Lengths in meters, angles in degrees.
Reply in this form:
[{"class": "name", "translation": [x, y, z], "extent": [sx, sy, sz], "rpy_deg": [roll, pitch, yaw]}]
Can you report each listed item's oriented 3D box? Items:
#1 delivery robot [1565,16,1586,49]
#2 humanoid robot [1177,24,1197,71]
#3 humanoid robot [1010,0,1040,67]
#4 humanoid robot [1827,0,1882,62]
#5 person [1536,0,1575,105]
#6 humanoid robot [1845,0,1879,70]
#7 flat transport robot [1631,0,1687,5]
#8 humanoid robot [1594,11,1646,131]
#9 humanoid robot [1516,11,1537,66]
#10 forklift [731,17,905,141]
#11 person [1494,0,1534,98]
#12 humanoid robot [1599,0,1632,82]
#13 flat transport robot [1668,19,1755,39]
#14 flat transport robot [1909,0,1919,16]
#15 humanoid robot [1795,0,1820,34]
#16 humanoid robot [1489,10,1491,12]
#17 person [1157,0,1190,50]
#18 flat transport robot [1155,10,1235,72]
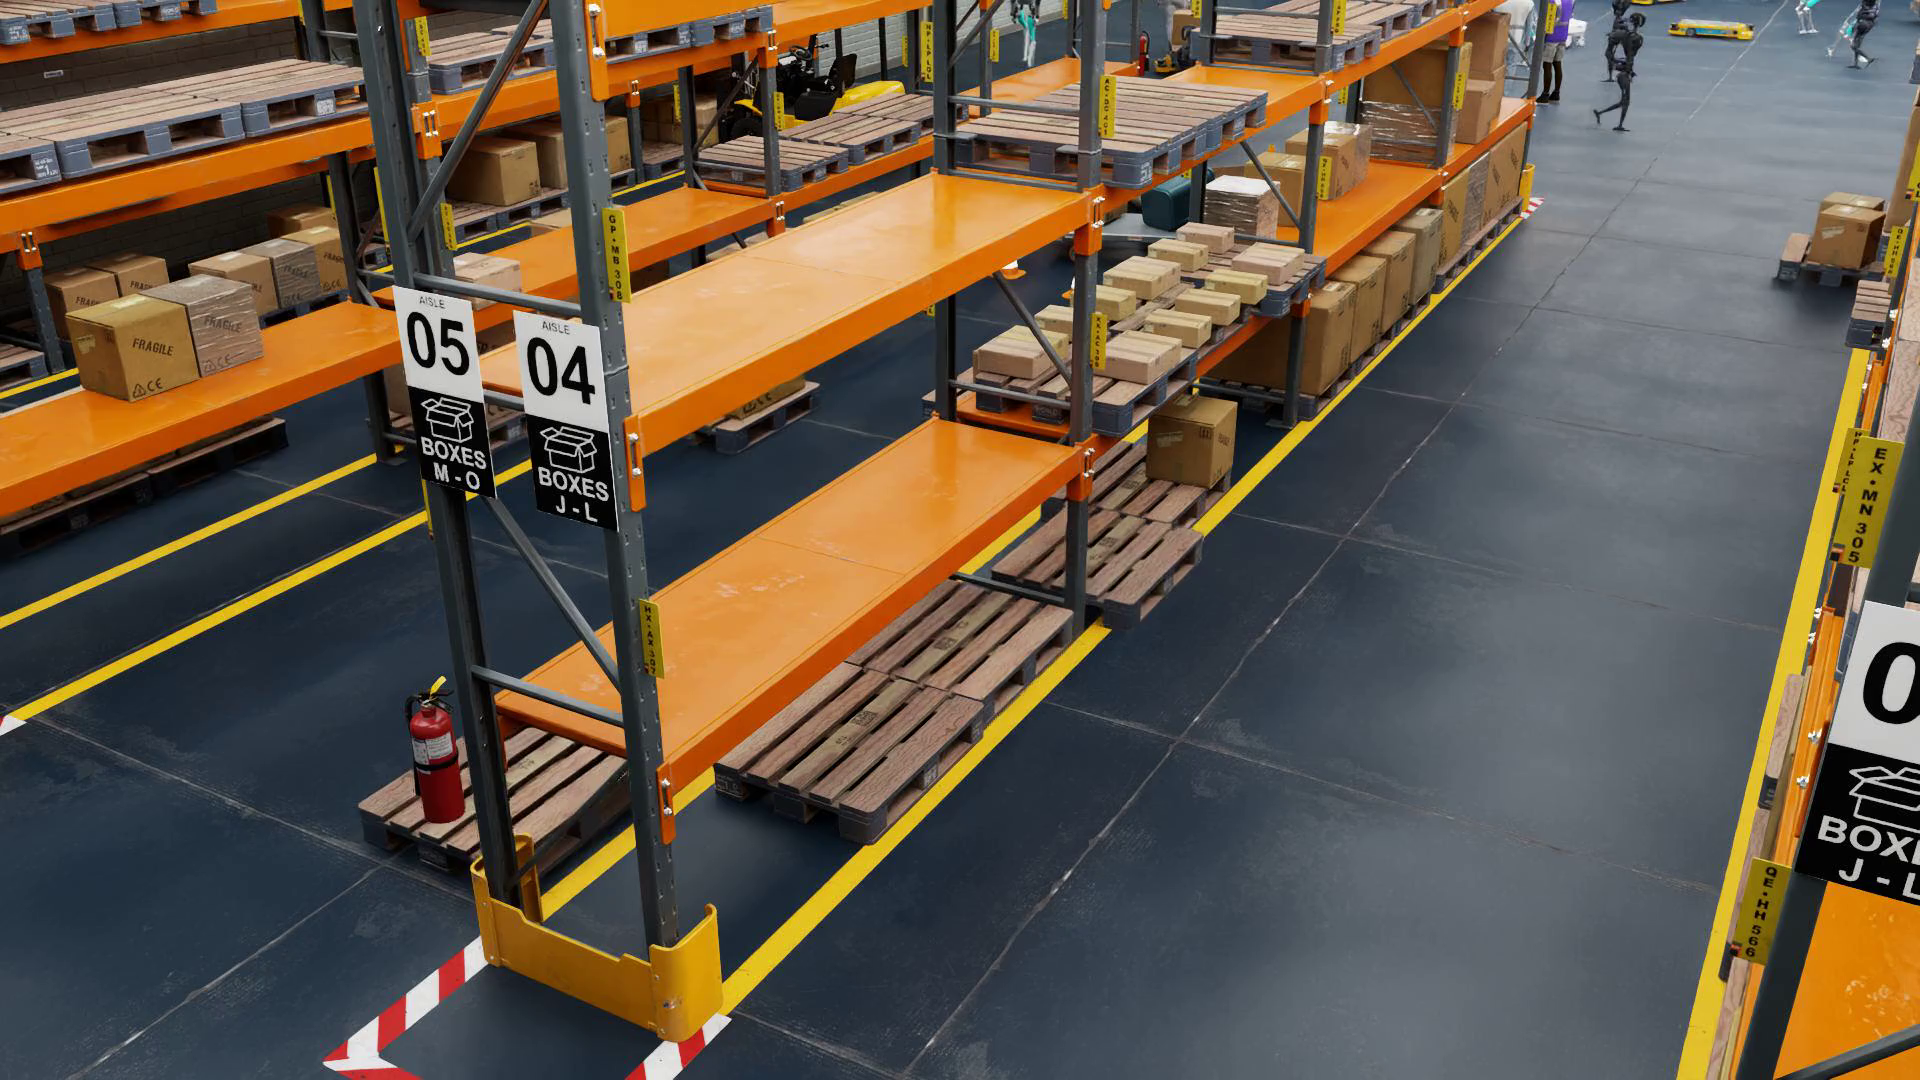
[{"class": "delivery robot", "translation": [11.011, -9.239, 30.203], "extent": [0.791, 0.587, 0.499], "rpy_deg": [-16, 30, -29]}, {"class": "humanoid robot", "translation": [3.066, -6.084, 22.377], "extent": [0.483, 1.633, 0.602], "rpy_deg": [-1, 26, -1]}, {"class": "humanoid robot", "translation": [1.170, -8.922, 28.217], "extent": [0.540, 1.803, 0.808], "rpy_deg": [10, 27, 19]}, {"class": "humanoid robot", "translation": [15.462, -9.162, 28.736], "extent": [0.548, 1.795, 0.914], "rpy_deg": [-22, 34, -38]}, {"class": "person", "translation": [9.002, -7.607, 25.207], "extent": [0.602, 1.959, 0.372], "rpy_deg": [-19, 32, -34]}, {"class": "humanoid robot", "translation": [15.217, -8.703, 27.803], "extent": [0.481, 1.634, 0.590], "rpy_deg": [22, 34, 38]}, {"class": "flat transport robot", "translation": [14.771, -11.563, 35.369], "extent": [1.431, 0.231, 0.659], "rpy_deg": [-12, 28, -23]}, {"class": "humanoid robot", "translation": [9.360, -6.642, 23.526], "extent": [0.537, 1.633, 0.611], "rpy_deg": [11, 28, 22]}, {"class": "humanoid robot", "translation": [9.572, -8.820, 28.091], "extent": [0.540, 1.864, 0.819], "rpy_deg": [-20, 32, -35]}, {"class": "forklift", "translation": [-1.819, -5.975, 21.543], "extent": [2.313, 2.155, 1.214], "rpy_deg": [14, 29, 26]}, {"class": "person", "translation": [8.297, -7.523, 25.101], "extent": [0.603, 1.885, 0.839], "rpy_deg": [8, 27, 16]}, {"class": "humanoid robot", "translation": [10.667, -8.240, 26.849], "extent": [0.451, 1.646, 0.591], "rpy_deg": [9, 27, 18]}, {"class": "flat transport robot", "translation": [14.159, -9.612, 31.314], "extent": [1.431, 0.231, 0.659], "rpy_deg": [13, 29, 26]}, {"class": "flat transport robot", "translation": [19.295, -10.194, 32.524], "extent": [0.659, 0.231, 1.431], "rpy_deg": [8, 27, 16]}, {"class": "humanoid robot", "translation": [15.939, -10.292, 30.950], "extent": [0.750, 1.714, 0.530], "rpy_deg": [-8, 27, -16]}, {"class": "humanoid robot", "translation": [9.190, -9.249, 28.928], "extent": [0.531, 1.837, 0.768], "rpy_deg": [-13, 29, -25]}, {"class": "person", "translation": [3.739, -9.472, 29.169], "extent": [0.639, 1.871, 0.895], "rpy_deg": [5, 26, 10]}, {"class": "flat transport robot", "translation": [4.012, -8.010, 27.986], "extent": [1.431, 0.231, 0.659], "rpy_deg": [2, 26, 3]}]
